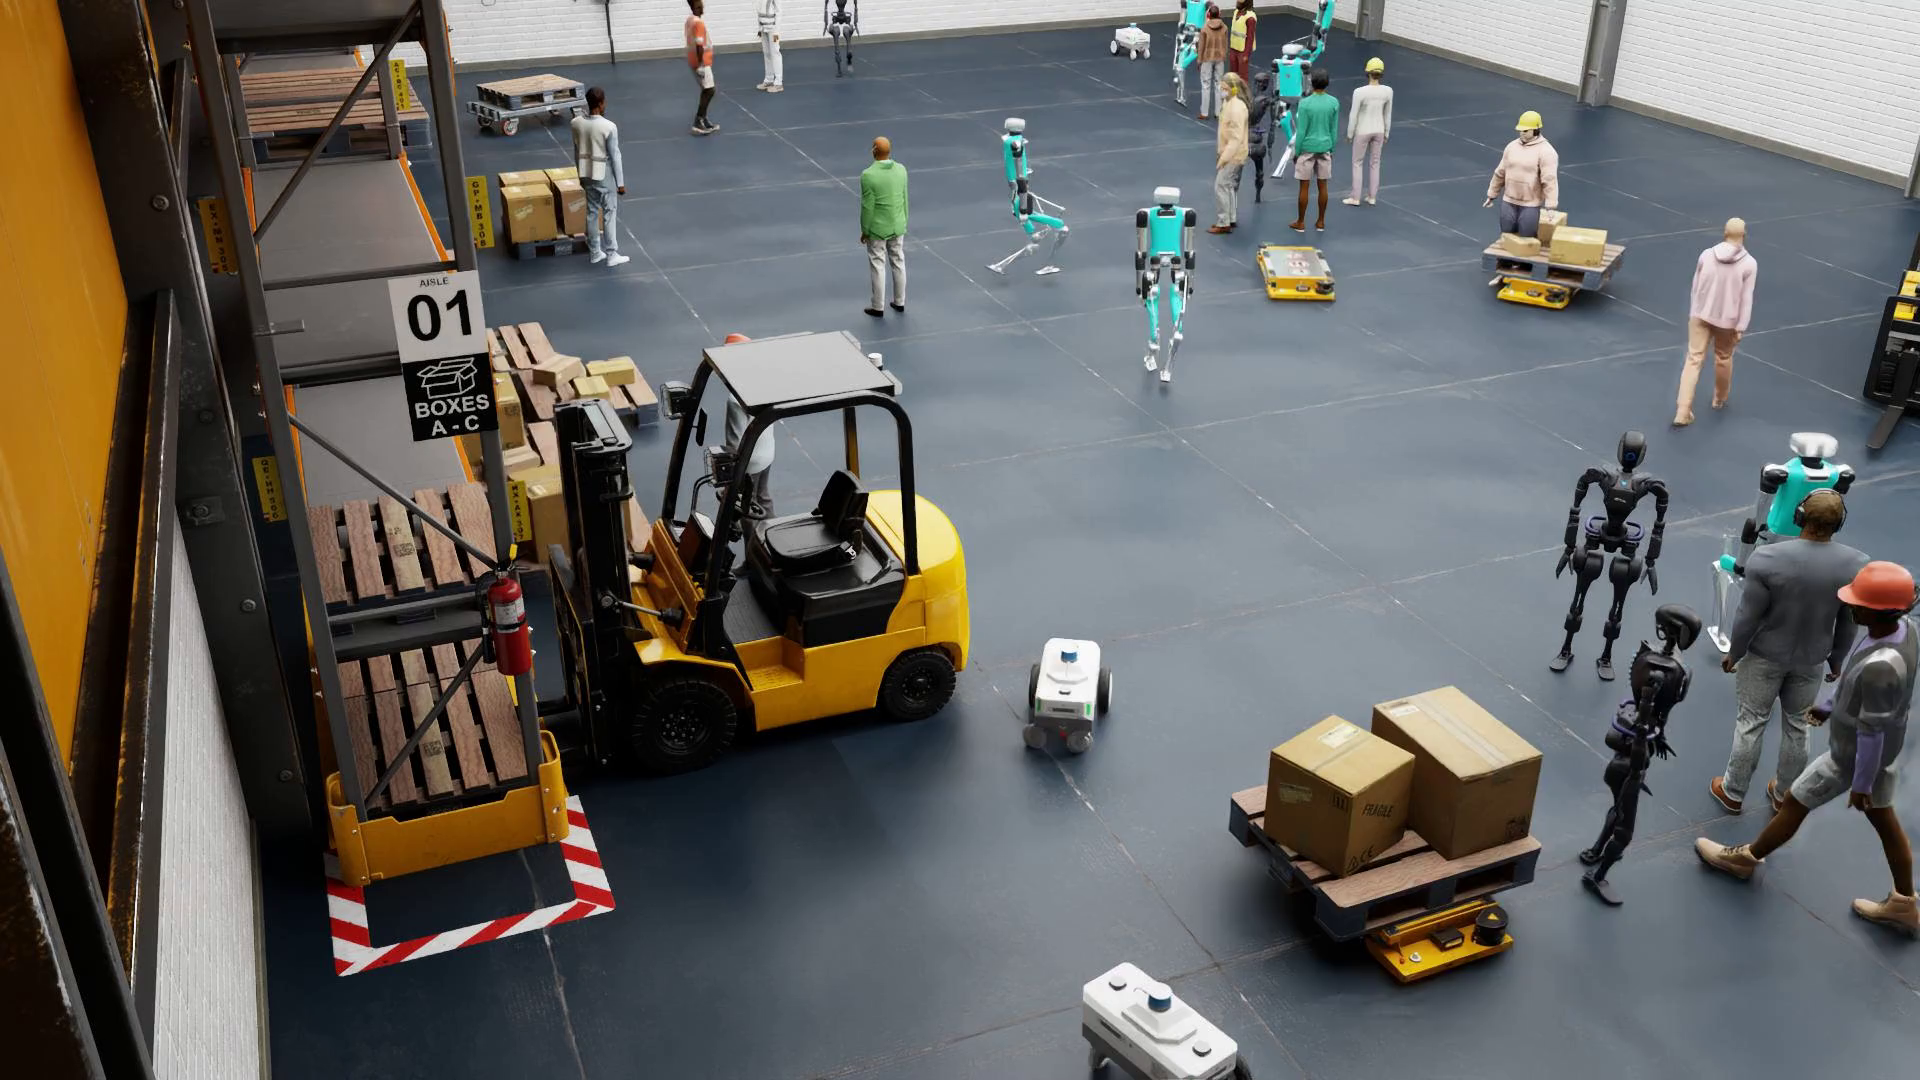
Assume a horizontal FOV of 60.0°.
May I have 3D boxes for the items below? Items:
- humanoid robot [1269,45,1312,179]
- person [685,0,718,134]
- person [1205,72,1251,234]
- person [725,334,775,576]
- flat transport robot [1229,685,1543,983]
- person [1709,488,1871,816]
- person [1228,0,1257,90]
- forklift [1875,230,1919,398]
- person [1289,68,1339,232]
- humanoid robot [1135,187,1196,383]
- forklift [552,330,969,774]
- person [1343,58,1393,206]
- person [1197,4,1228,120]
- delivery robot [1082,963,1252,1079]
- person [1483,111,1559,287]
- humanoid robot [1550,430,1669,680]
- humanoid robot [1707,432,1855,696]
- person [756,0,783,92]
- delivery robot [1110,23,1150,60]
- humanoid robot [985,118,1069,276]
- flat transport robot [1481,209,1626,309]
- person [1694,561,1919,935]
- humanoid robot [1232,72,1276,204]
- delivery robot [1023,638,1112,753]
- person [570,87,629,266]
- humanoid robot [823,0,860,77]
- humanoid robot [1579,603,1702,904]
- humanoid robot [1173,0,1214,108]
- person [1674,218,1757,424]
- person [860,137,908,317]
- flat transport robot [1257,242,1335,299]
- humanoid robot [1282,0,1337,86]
[{"bbox_3d":[4.275,-5.440,21.172,0.560,1.750,0.970,17,31,31],"label":"humanoid robot"},{"bbox_3d":[-3.696,-6.750,23.585,0.435,1.916,0.744,-10,28,-18],"label":"person"},{"bbox_3d":[3.072,-4.399,18.979,0.431,1.846,0.601,-3,27,-5],"label":"person"},{"bbox_3d":[-1.471,-0.588,11.520,0.347,1.739,0.571,8,28,15],"label":"person"},{"bbox_3d":[2.136,1.703,8.600,0.659,0.231,1.431,-11,29,-21],"label":"flat transport robot"},{"bbox_3d":[4.423,0.618,8.902,0.634,1.937,0.353,3,27,6],"label":"person"},{"bbox_3d":[4.192,-7.277,24.793,0.378,1.769,0.468,-13,29,-24],"label":"person"},{"bbox_3d":[9.029,-2.397,14.618,1.214,2.155,2.313,18,32,32],"label":"forklift"},{"bbox_3d":[4.078,-4.462,19.104,0.491,1.851,0.395,-3,27,-5],"label":"person"},{"bbox_3d":[1.807,-2.178,14.692,0.546,1.762,0.907,2,27,3],"label":"humanoid robot"},{"bbox_3d":[-1.094,0.010,9.831,2.313,2.155,1.214,-10,28,-20],"label":"forklift"},{"bbox_3d":[4.945,-4.937,20.153,0.534,1.758,0.347,-6,27,-13],"label":"person"},{"bbox_3d":[3.690,-6.984,24.356,0.457,1.641,0.326,-5,27,-9],"label":"person"},{"bbox_3d":[0.888,2.219,7.268,0.515,0.606,0.778,-20,33,-34],"label":"delivery robot"},{"bbox_3d":[5.822,-3.502,17.193,0.434,1.854,0.817,-21,33,-35],"label":"person"},{"bbox_3d":[4.006,0.089,10.229,0.599,1.655,0.315,12,29,22],"label":"humanoid robot"},{"bbox_3d":[4.955,0.061,10.257,0.534,1.749,1.015,-1,27,-1],"label":"humanoid robot"},{"bbox_3d":[-3.007,-8.021,26.146,0.356,1.882,0.574,-19,32,-33],"label":"person"},{"bbox_3d":[2.992,-8.680,28.950,0.499,0.610,0.804,-11,29,-21],"label":"delivery robot"},{"bbox_3d":[0.772,-3.536,17.394,1.035,1.729,0.553,-4,27,-8],"label":"humanoid robot"},{"bbox_3d":[6.184,-2.735,17.427,0.659,0.231,1.431,16,31,29],"label":"flat transport robot"},{"bbox_3d":[4.370,0.989,8.127,1.098,1.982,0.619,22,34,37],"label":"person"},{"bbox_3d":[3.479,-4.793,20.047,0.612,1.618,0.713,21,33,35],"label":"humanoid robot"},{"bbox_3d":[0.637,0.888,9.910,0.513,0.601,0.773,4,27,7],"label":"delivery robot"},{"bbox_3d":[-3.889,-3.906,17.938,0.594,1.909,0.410,13,29,24],"label":"person"},{"bbox_3d":[-1.945,-8.456,27.237,0.611,1.640,0.431,0,27,0],"label":"humanoid robot"},{"bbox_3d":[3.399,1.039,8.348,0.356,1.645,0.588,16,31,28],"label":"humanoid robot"},{"bbox_3d":[3.374,-7.405,25.139,0.539,1.775,0.953,17,31,30],"label":"humanoid robot"},{"bbox_3d":[6.396,-1.852,14.057,0.511,1.741,0.946,16,31,28],"label":"person"},{"bbox_3d":[-0.750,-3.092,16.453,0.538,1.784,0.383,-18,32,-31],"label":"person"},{"bbox_3d":[3.555,-2.852,17.661,0.659,0.231,1.431,2,27,3],"label":"flat transport robot"},{"bbox_3d":[5.309,-7.665,25.665,0.998,1.768,0.530,14,30,26],"label":"humanoid robot"}]
